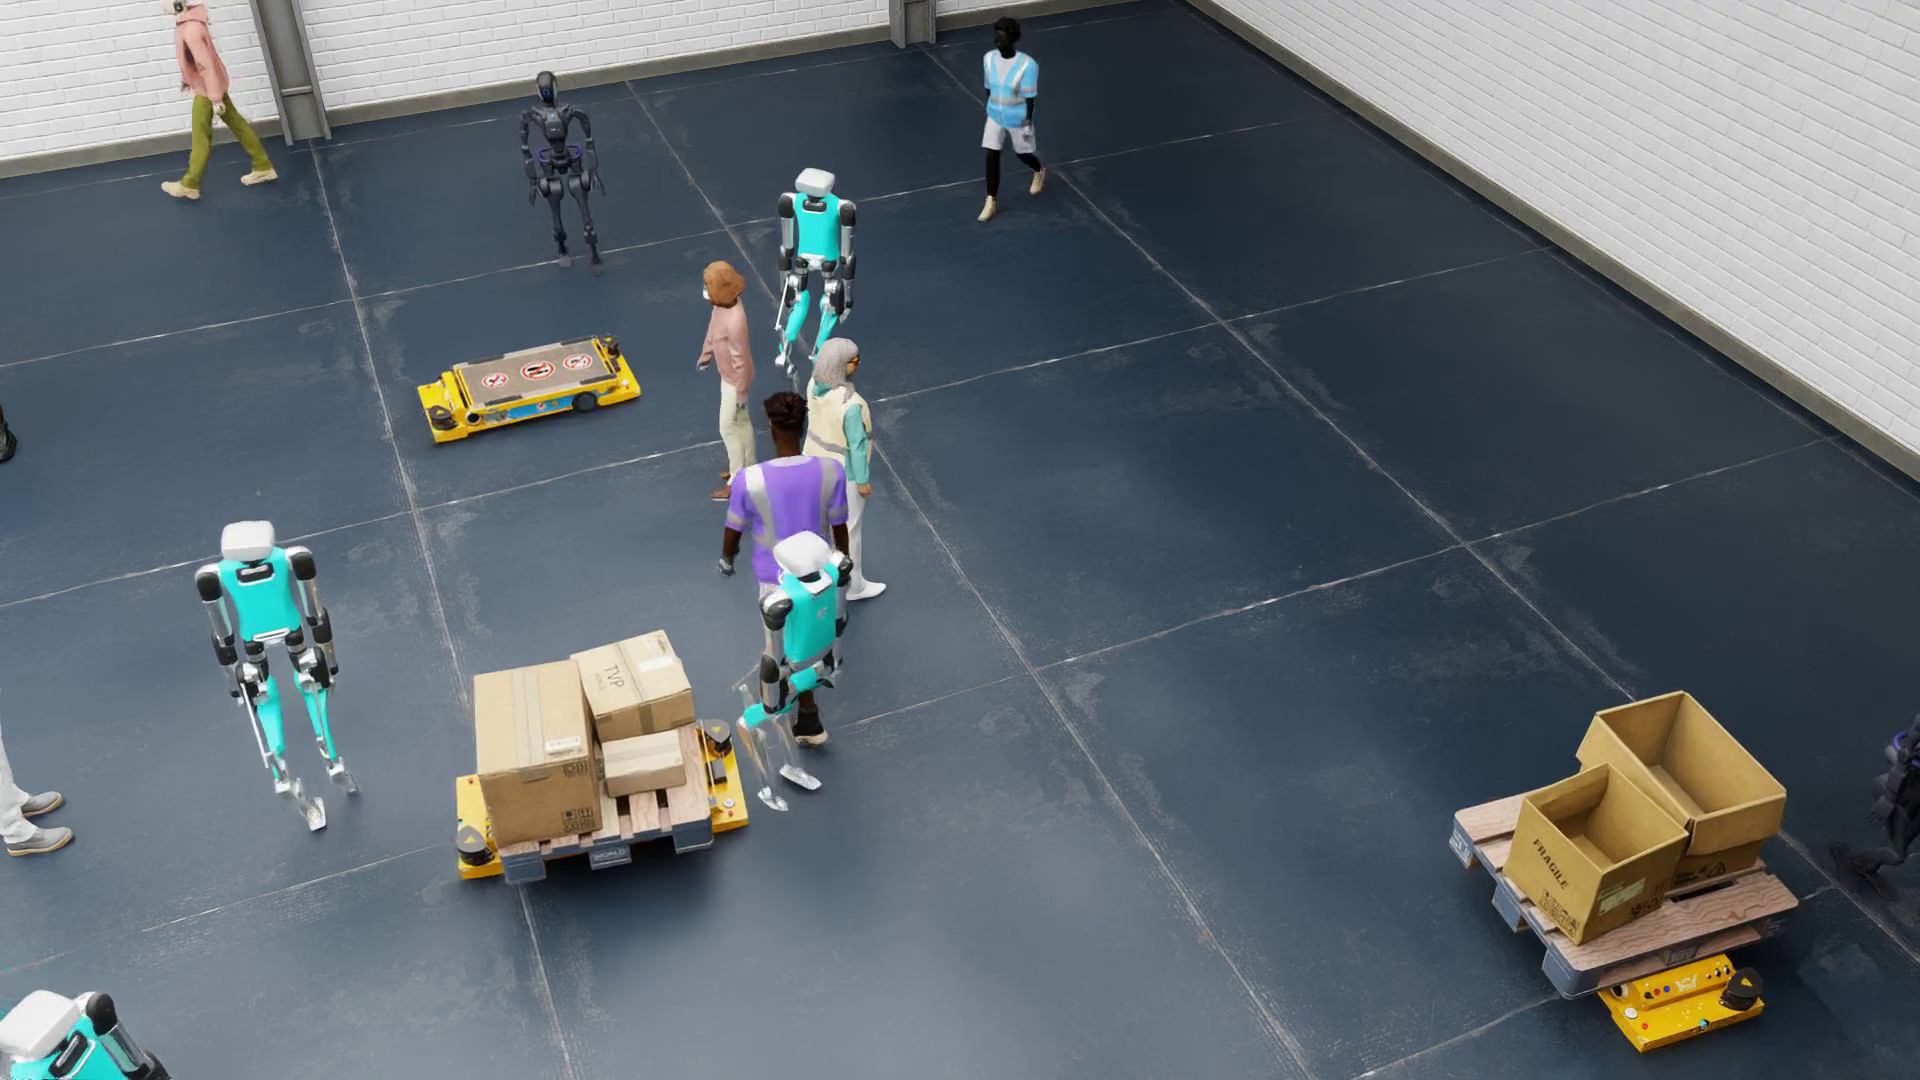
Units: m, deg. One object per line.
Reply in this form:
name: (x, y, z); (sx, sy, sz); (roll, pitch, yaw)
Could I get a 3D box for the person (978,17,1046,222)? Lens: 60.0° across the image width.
person: (0.435, -3.503, 13.682); (0.530, 1.669, 0.781); (19, 41, 23)

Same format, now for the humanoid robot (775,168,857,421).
humanoid robot: (-0.997, -1.556, 11.114); (0.550, 1.745, 1.034); (8, 38, 10)

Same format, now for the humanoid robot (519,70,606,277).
humanoid robot: (-3.056, -2.829, 12.818); (0.588, 1.650, 0.495); (-9, 38, -12)

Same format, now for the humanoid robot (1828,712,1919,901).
humanoid robot: (4.482, 1.070, 7.726); (0.588, 1.647, 0.372); (-14, 40, -18)

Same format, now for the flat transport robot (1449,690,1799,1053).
flat transport robot: (3.122, 1.754, 7.991); (0.659, 0.231, 1.431); (-12, 39, -15)

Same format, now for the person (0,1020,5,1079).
person: (-3.867, 1.951, 6.379); (0.558, 1.914, 0.680); (13, 39, 16)

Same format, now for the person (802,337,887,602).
person: (-0.708, -0.399, 9.608); (0.371, 1.710, 0.465); (-26, 45, -30)

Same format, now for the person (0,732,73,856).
person: (-4.769, 0.736, 7.993); (0.356, 1.881, 0.573); (-18, 41, -22)

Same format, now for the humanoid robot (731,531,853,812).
humanoid robot: (-0.897, 0.615, 8.242); (0.723, 1.753, 0.530); (28, 45, 31)

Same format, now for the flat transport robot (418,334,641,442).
flat transport robot: (-3.027, -1.077, 11.675); (1.431, 0.231, 0.659); (-15, 40, -19)

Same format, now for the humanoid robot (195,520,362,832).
humanoid robot: (-3.243, 0.785, 8.075); (0.555, 1.827, 0.668); (-16, 40, -19)

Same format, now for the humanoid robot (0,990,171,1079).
humanoid robot: (-2.840, 2.319, 6.062); (0.783, 1.779, 0.544); (7, 38, 9)

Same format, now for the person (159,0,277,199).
person: (-6.390, -3.763, 13.915); (0.954, 1.792, 0.517); (-13, 40, -17)

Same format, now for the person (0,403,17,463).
person: (-6.560, -1.336, 10.648); (0.545, 1.934, 0.373); (-2, 38, -3)

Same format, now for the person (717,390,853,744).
person: (-0.888, 0.140, 8.759); (0.675, 1.915, 0.980); (-15, 40, -18)

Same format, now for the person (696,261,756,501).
person: (-1.479, -1.025, 10.492); (0.368, 1.628, 0.514); (-8, 38, -10)

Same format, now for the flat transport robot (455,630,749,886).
flat transport robot: (-1.851, 1.317, 8.559); (1.431, 0.231, 0.659); (-9, 38, -11)
